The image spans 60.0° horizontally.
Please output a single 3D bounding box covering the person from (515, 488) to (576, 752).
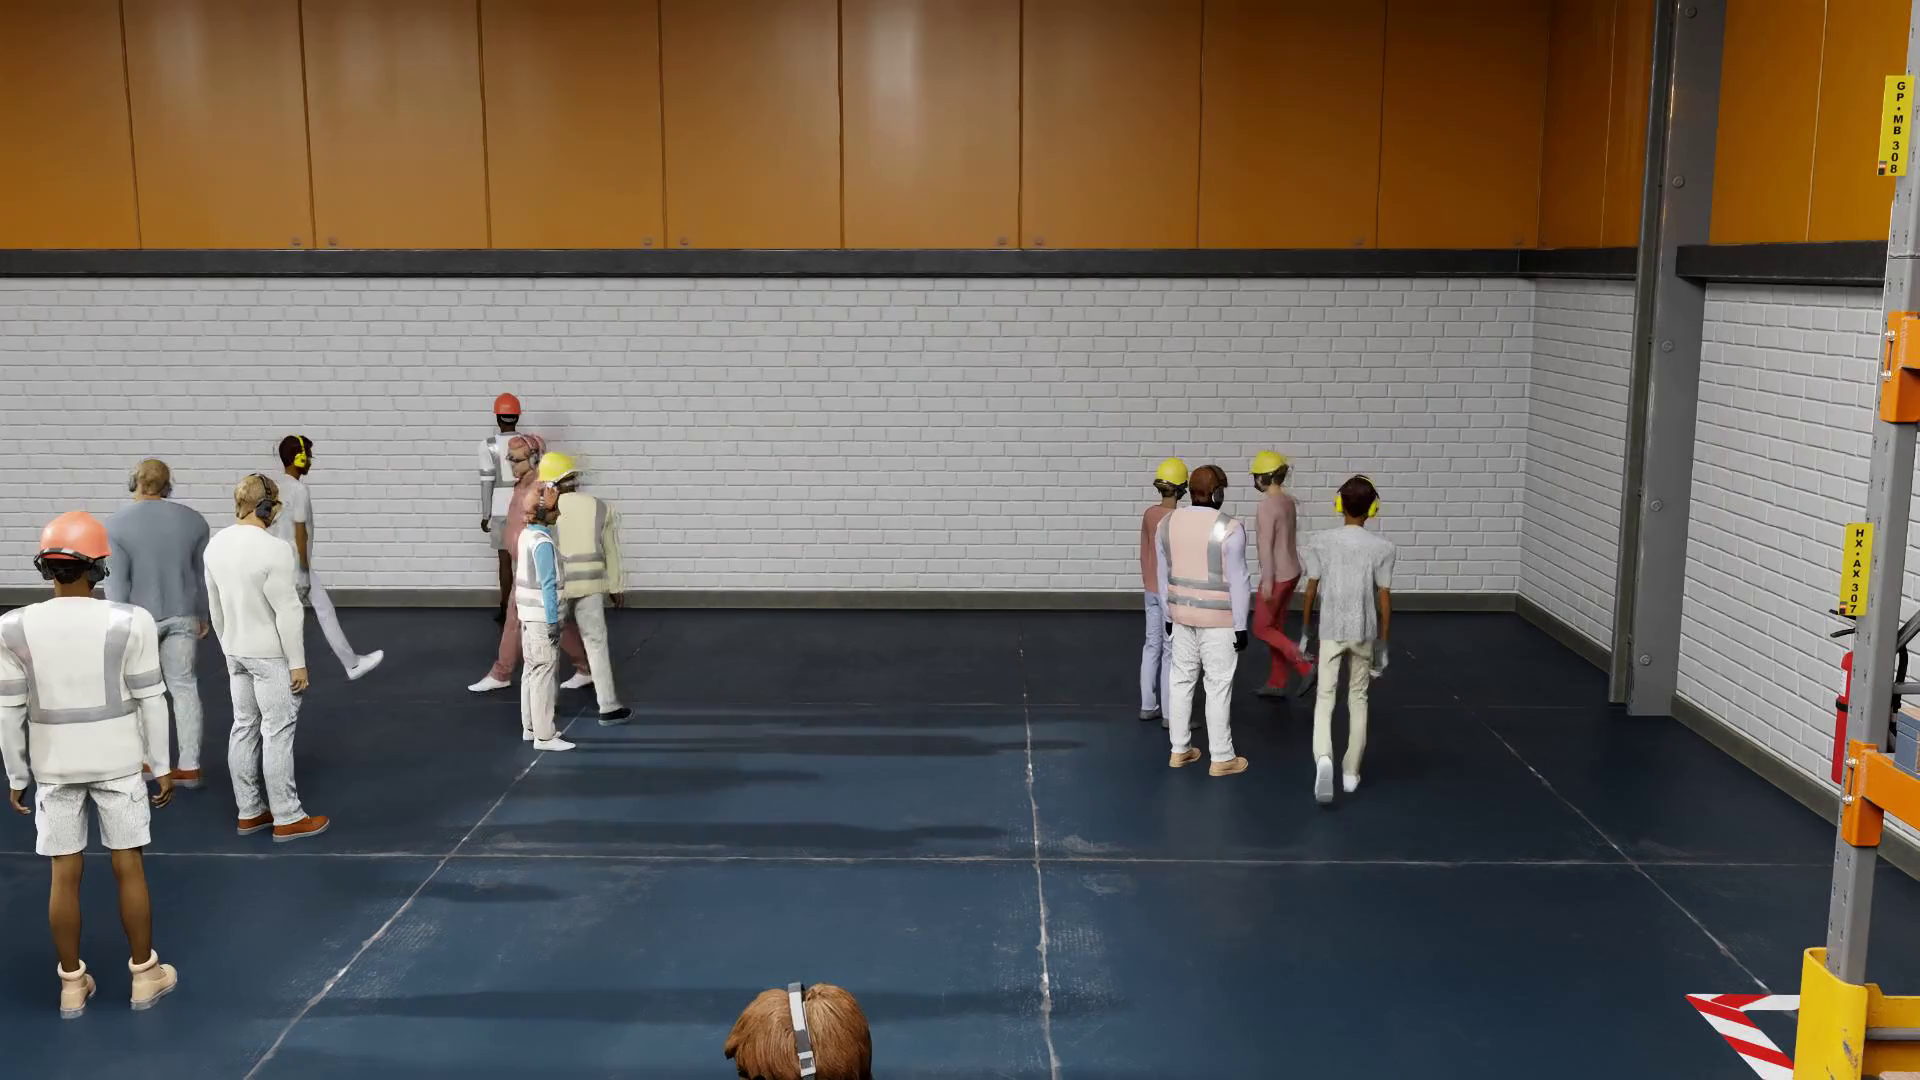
[{"bbox_3d":[-2.598,0.490,10.344,0.311,1.636,0.522,-5,11,-27],"label":"person"}]

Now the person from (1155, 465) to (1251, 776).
[{"bbox_3d":[1.459,0.470,9.856,0.623,1.844,0.429,9,13,42],"label":"person"}]

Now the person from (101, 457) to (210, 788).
[{"bbox_3d":[-4.621,0.476,9.645,0.646,1.892,0.729,-9,13,-44],"label":"person"}]

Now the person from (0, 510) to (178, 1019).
[{"bbox_3d":[-3.502,0.896,6.699,0.614,2.040,0.391,-2,10,-14],"label":"person"}]

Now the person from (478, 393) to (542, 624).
[{"bbox_3d":[-3.760,-0.264,13.959,0.543,1.940,0.361,-6,11,-30],"label":"person"}]

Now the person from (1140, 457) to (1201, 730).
[{"bbox_3d":[1.364,0.347,10.804,0.296,1.772,0.533,-5,11,-26],"label":"person"}]

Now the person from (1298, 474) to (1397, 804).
[{"bbox_3d":[2.156,0.562,9.316,0.515,1.845,0.729,2,10,13],"label":"person"}]

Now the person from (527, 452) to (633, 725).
[{"bbox_3d":[-2.532,0.320,10.960,0.627,1.788,0.652,-6,11,-31],"label":"person"}]

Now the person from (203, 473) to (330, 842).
[{"bbox_3d":[-3.649,0.615,8.713,0.628,1.935,0.373,5,11,28],"label":"person"}]

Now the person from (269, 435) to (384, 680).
[{"bbox_3d":[-4.605,0.174,11.714,0.531,1.810,0.993,7,12,36],"label":"person"}]

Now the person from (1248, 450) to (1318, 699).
[{"bbox_3d":[2.209,0.257,11.398,0.544,1.742,0.551,6,11,32],"label":"person"}]

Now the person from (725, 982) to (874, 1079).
[{"bbox_3d":[-0.226,1.642,2.885,0.429,1.830,0.633,-2,10,-13],"label":"person"}]

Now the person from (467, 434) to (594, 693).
[{"bbox_3d":[-2.978,0.174,11.669,0.937,1.860,0.704,-3,10,-20],"label":"person"}]
